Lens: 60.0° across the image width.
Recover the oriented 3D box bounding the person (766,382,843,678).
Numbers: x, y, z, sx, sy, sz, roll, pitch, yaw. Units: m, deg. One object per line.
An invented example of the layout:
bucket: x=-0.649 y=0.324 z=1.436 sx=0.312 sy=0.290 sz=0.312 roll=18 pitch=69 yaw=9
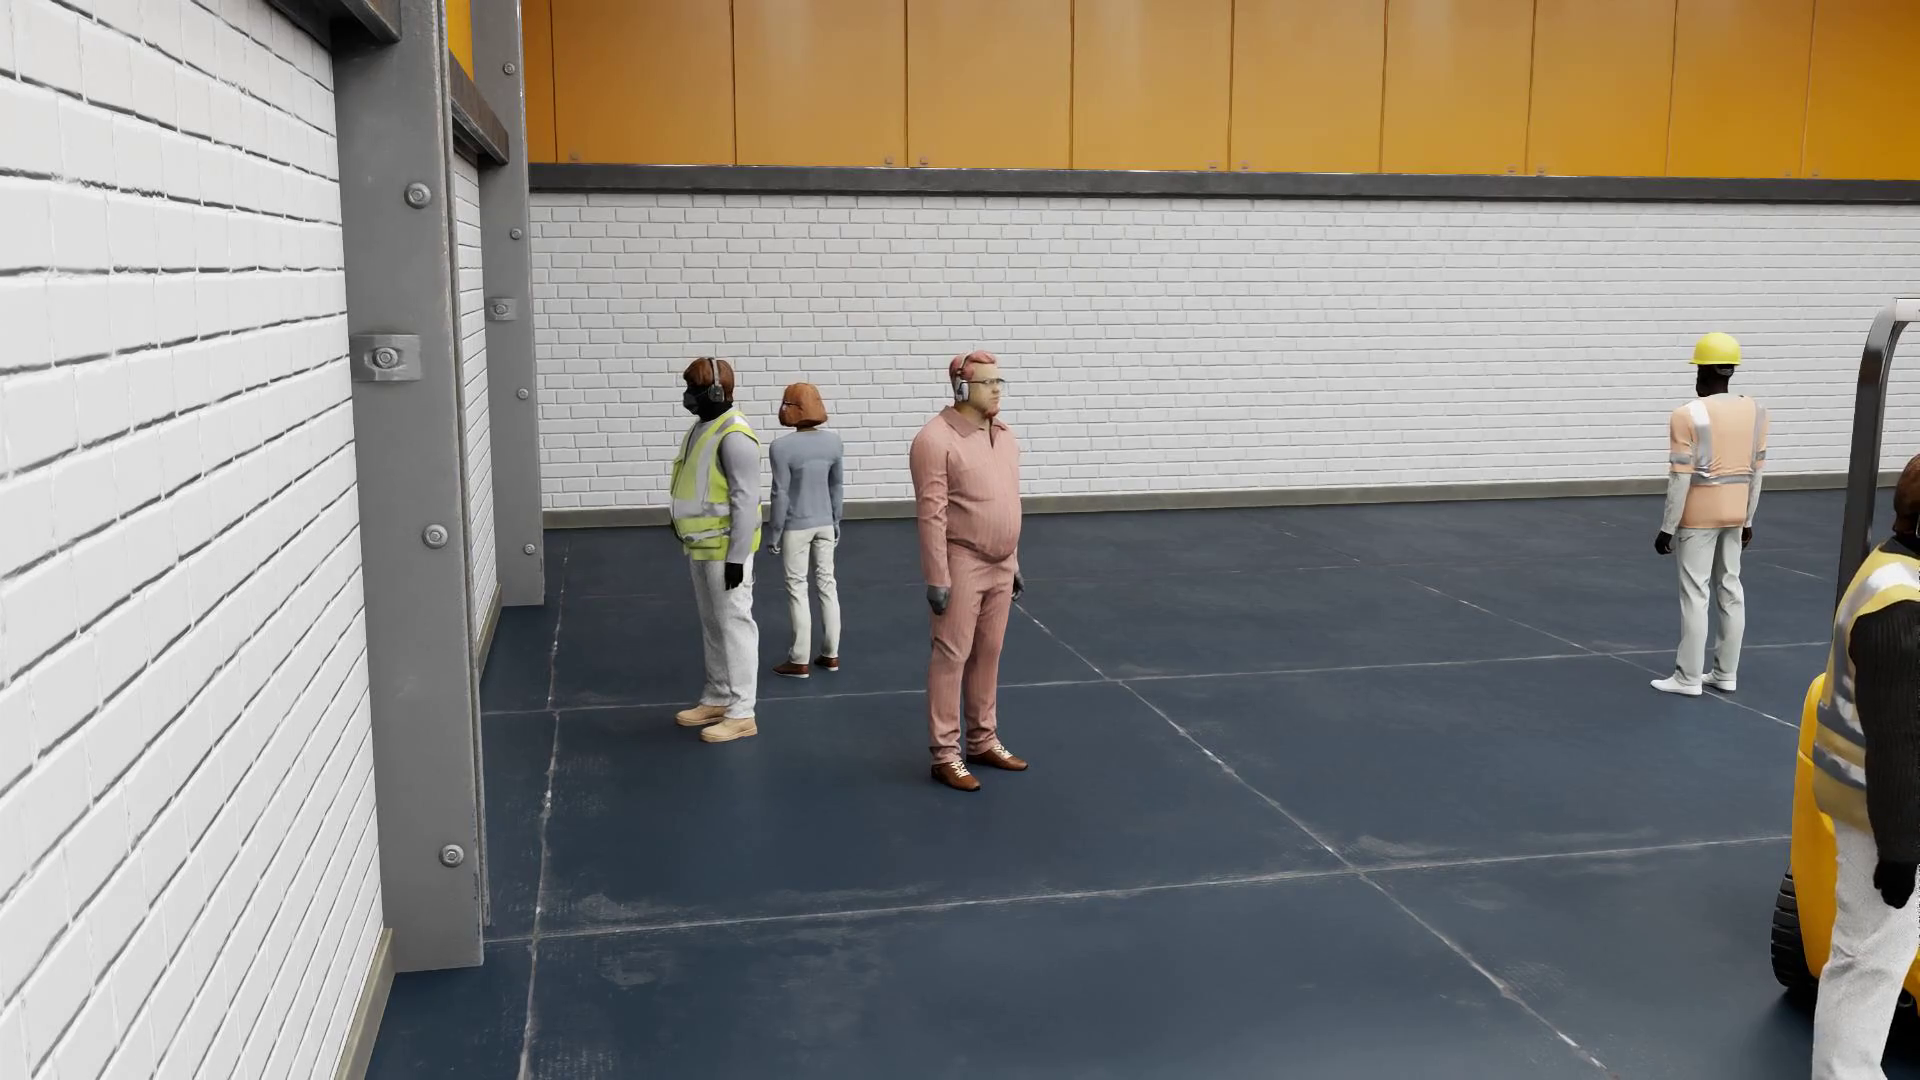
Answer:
person: x=-0.858 y=-0.055 z=9.242 sx=0.507 sy=1.633 sz=0.274 roll=-9 pitch=13 yaw=-44

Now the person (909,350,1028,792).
person: x=0.071 y=0.123 z=7.326 sx=0.410 sy=1.912 sz=0.643 roll=7 pitch=12 yaw=36

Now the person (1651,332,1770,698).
person: x=3.947 y=-0.125 z=8.784 sx=0.585 sy=1.928 sz=0.369 roll=-3 pitch=10 yaw=-17

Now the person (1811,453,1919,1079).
person: x=2.364 y=0.685 z=4.158 sx=0.430 sy=1.836 sz=0.623 roll=6 pitch=11 yaw=32

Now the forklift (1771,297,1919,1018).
forklift: x=3.542 y=0.334 z=5.177 sx=2.313 sy=2.155 sz=1.214 roll=-9 pitch=13 yaw=-43

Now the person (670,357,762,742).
person: x=-1.174 y=0.043 z=8.021 sx=0.430 sy=1.844 sz=0.624 roll=-5 pitch=10 yaw=-27
